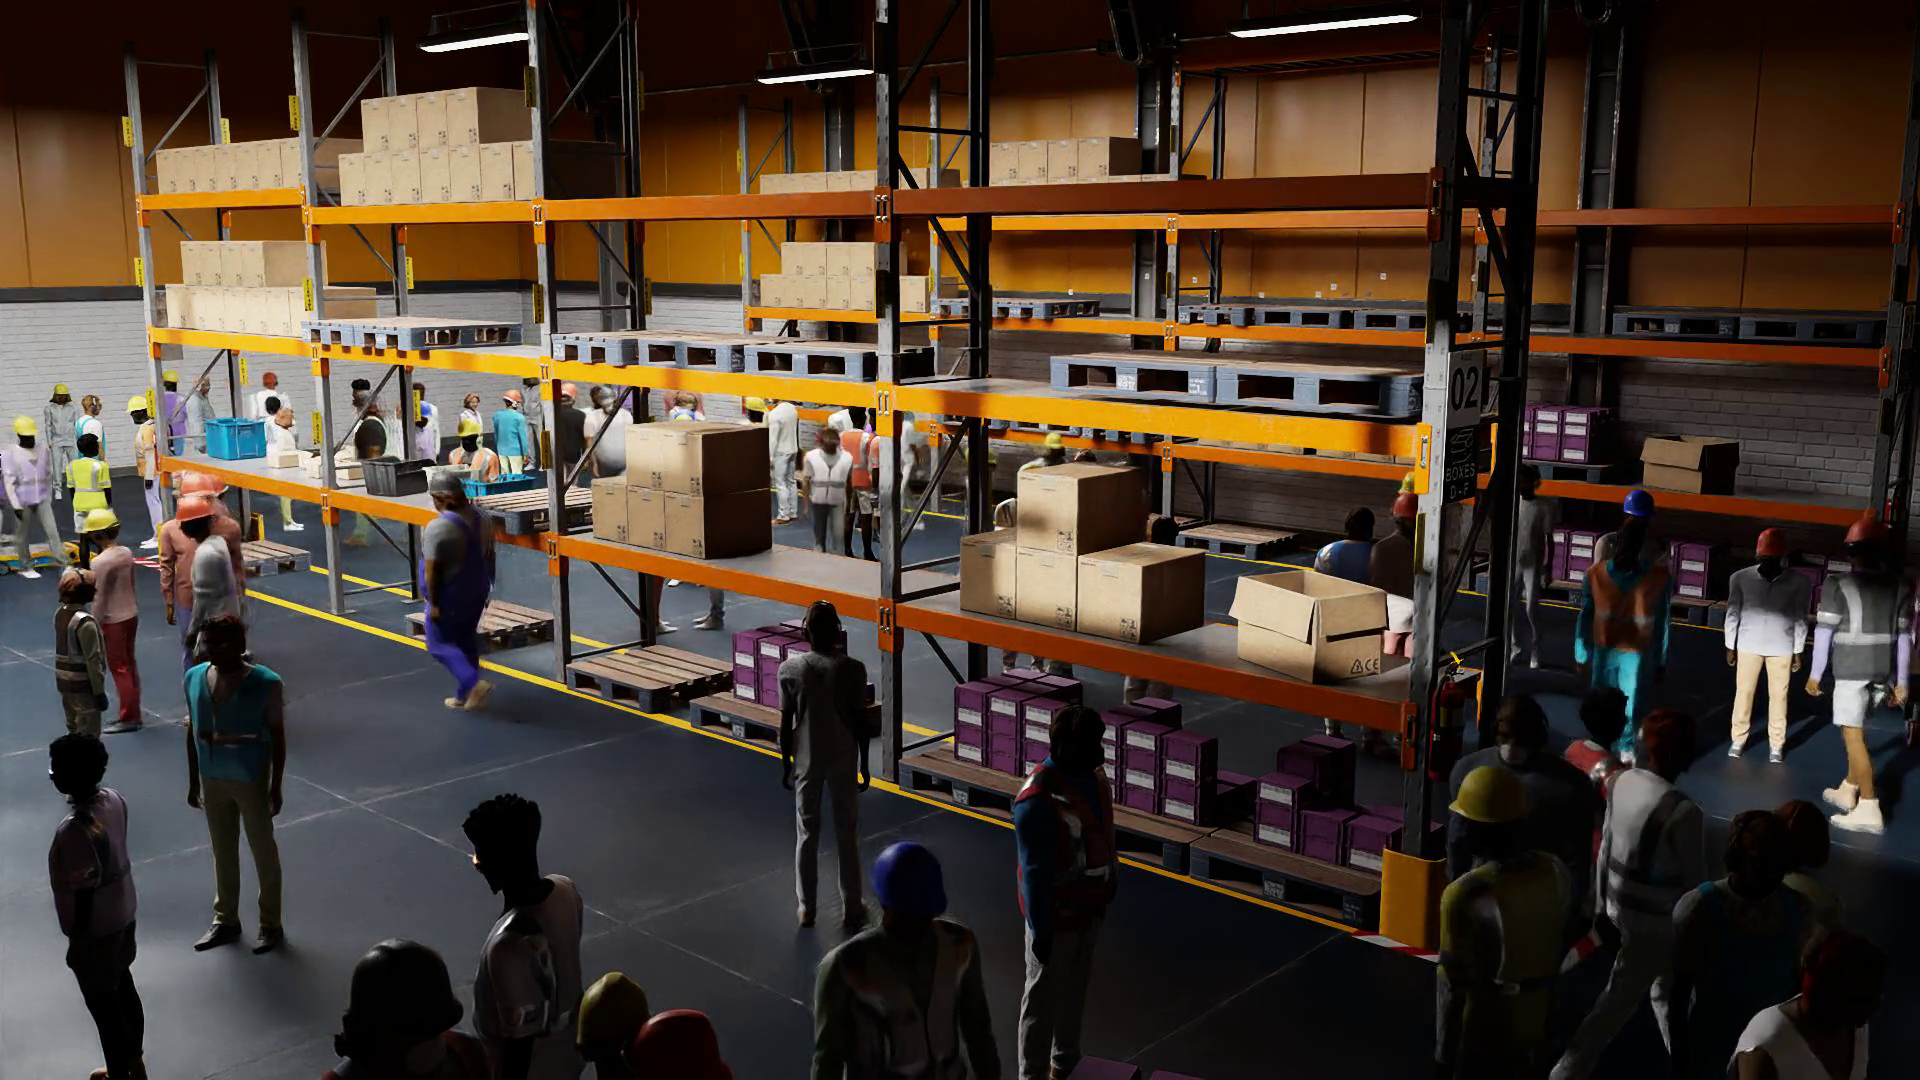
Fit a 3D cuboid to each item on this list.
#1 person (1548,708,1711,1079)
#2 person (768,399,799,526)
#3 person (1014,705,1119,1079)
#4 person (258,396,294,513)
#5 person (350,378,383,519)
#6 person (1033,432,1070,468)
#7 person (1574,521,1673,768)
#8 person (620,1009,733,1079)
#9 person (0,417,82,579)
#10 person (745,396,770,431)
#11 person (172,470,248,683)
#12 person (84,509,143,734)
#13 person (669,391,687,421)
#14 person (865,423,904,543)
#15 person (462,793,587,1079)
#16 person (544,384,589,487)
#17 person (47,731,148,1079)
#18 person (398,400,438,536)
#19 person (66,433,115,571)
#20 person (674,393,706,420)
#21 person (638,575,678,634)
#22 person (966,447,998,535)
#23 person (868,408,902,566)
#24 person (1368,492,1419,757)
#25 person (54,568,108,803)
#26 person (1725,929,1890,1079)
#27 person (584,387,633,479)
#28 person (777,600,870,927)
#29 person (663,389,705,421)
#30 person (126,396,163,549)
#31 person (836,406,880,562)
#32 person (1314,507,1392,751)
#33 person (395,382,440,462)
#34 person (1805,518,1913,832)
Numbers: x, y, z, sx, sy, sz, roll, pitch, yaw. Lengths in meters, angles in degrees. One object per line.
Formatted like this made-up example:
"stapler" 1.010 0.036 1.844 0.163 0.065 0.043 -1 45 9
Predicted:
"person" 2.948 1.619 7.140 1.000 1.832 0.591 -1 10 -6
"person" -2.398 -1.153 22.546 0.379 1.931 0.626 5 11 24
"person" 0.471 1.604 7.226 0.431 1.835 0.624 6 12 30
"person" -9.562 -1.175 23.346 0.442 1.676 0.556 7 12 34
"person" -8.227 -1.270 23.127 0.386 1.957 0.606 -6 12 -31
"person" 0.987 -0.377 18.700 0.495 1.725 0.554 -5 11 -24
"person" 4.601 0.792 11.593 0.618 1.897 0.459 5 11 26
"person" -0.793 2.113 4.607 0.356 1.736 0.579 -3 10 -15
"person" -10.372 -0.446 18.679 0.999 1.867 0.617 6 12 31
"person" -2.953 -1.381 24.355 0.355 1.739 0.573 -2 10 -13
"person" -6.487 0.329 14.245 0.452 1.892 0.676 1 10 3
"person" -6.595 0.626 12.956 0.334 1.758 0.525 0 10 1
"person" -4.161 -1.409 24.794 0.307 1.641 0.513 3 10 15
"person" -0.945 -0.908 21.164 0.548 1.925 0.390 -10 14 -44
"person" -1.472 1.811 5.685 0.374 1.959 0.603 1 10 3
"person" -5.311 -1.128 22.401 0.628 1.936 1.001 -1 10 -8
"person" -3.777 1.661 7.268 0.315 1.696 0.541 -2 10 -11
"person" -6.580 -0.746 20.247 0.542 1.921 0.734 3 10 15
"person" -9.727 -0.353 18.650 0.535 1.699 0.322 2 10 12
"person" -3.467 -0.983 21.648 0.653 1.896 0.522 8 13 38
"person" -3.007 -0.026 16.223 0.401 1.909 0.599 -6 12 -30
"person" 0.214 -0.112 17.198 0.410 1.728 0.507 5 11 27
"person" -0.895 -0.619 19.440 0.385 1.957 0.603 3 11 18
"person" 3.286 0.620 12.356 0.617 1.984 0.410 -5 11 -28
"person" -5.894 1.004 11.181 0.516 1.630 0.315 9 14 43
"person" 2.563 2.016 5.022 0.577 1.778 0.990 -5 11 -28
"person" -4.472 -1.019 21.454 0.698 2.000 1.066 -3 11 -19
"person" -0.748 1.241 9.225 0.504 1.847 0.345 0 10 1
"person" -4.300 -1.734 25.980 0.683 1.875 0.565 2 10 9
"person" -10.193 -0.851 20.872 0.394 1.913 0.591 -5 11 -27
"person" -1.193 -0.656 19.610 0.603 1.966 0.367 6 11 29
"person" 2.976 0.665 12.495 0.627 1.844 0.429 6 12 32
"person" -7.537 -1.240 23.098 0.626 1.899 0.472 -5 11 -25
"person" 5.950 0.878 10.895 0.628 2.004 0.745 -2 10 -12
